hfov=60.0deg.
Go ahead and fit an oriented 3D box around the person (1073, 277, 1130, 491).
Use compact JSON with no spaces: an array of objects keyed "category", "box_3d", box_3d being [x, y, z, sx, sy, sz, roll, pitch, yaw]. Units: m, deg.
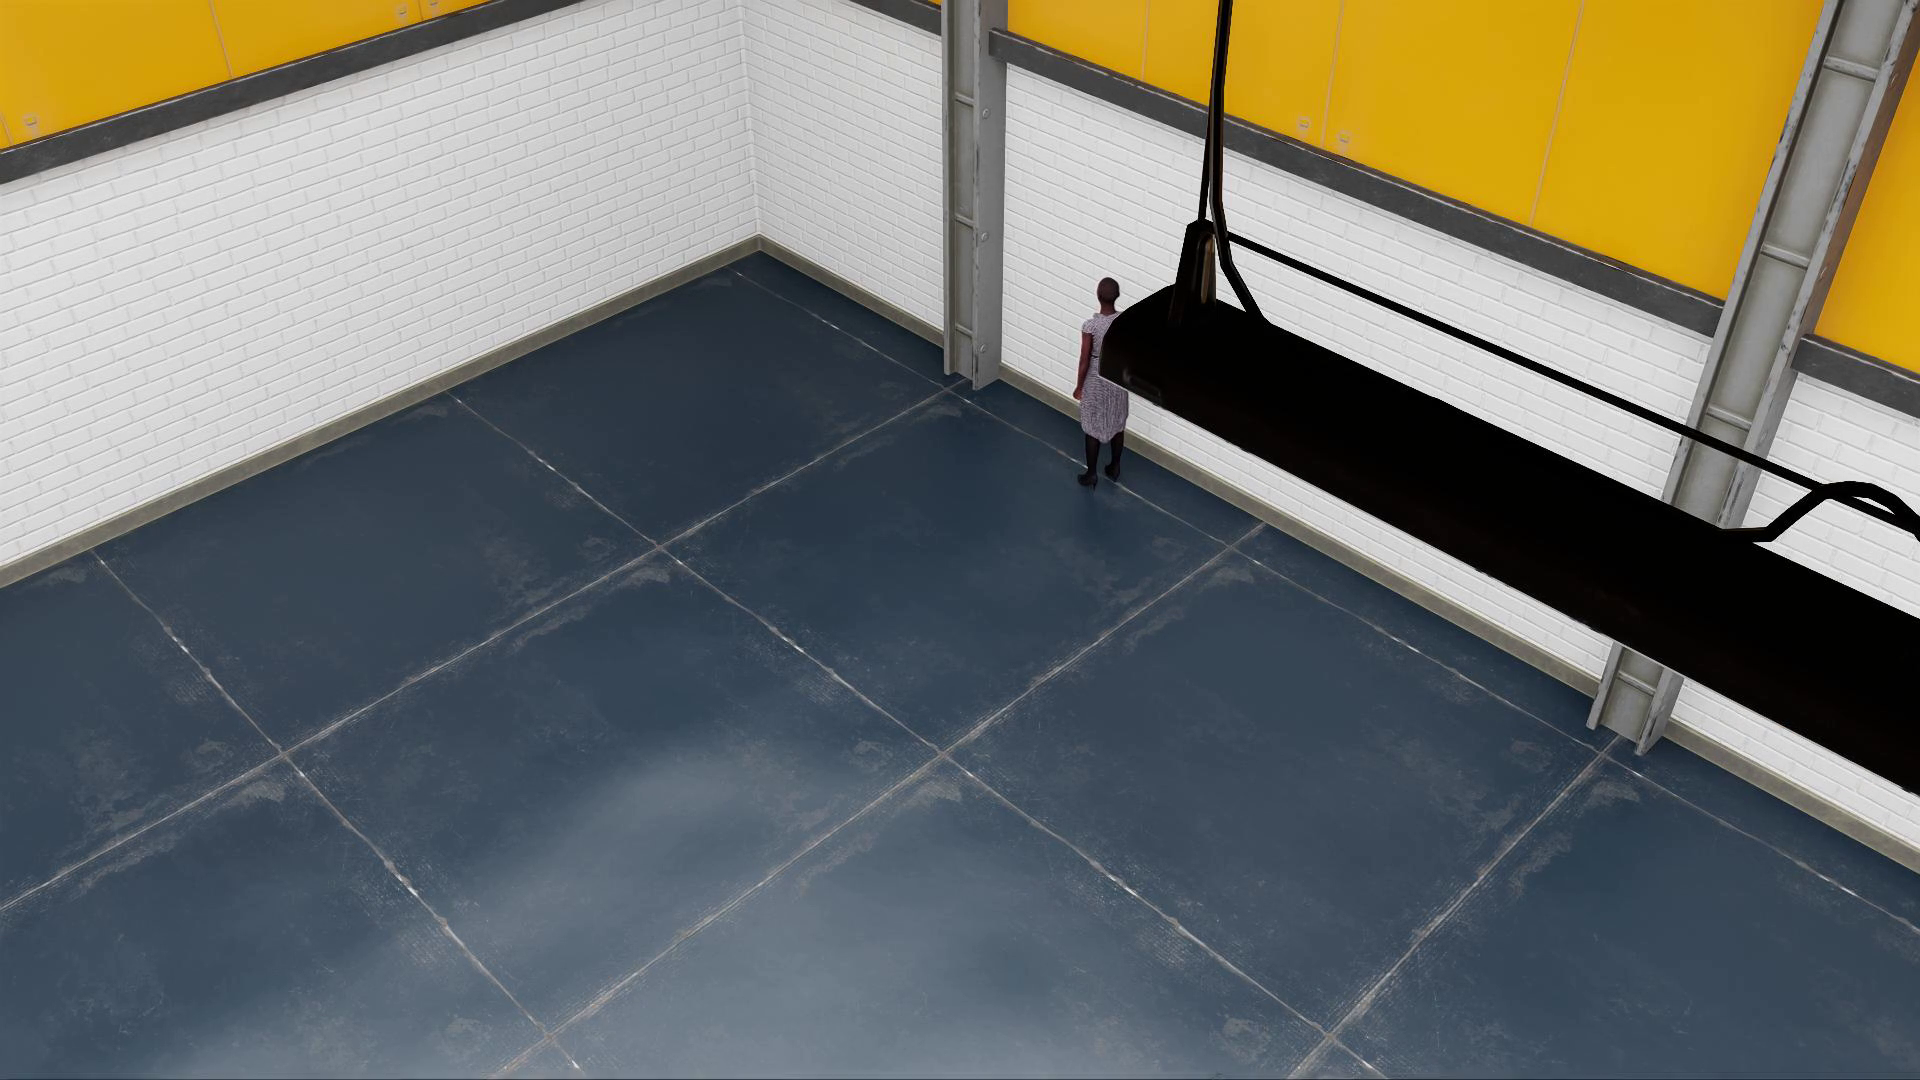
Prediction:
[{"category":"person","box_3d":[1.080,-1.162,12.437,0.678,1.788,0.643,-16,41,-19]}]
